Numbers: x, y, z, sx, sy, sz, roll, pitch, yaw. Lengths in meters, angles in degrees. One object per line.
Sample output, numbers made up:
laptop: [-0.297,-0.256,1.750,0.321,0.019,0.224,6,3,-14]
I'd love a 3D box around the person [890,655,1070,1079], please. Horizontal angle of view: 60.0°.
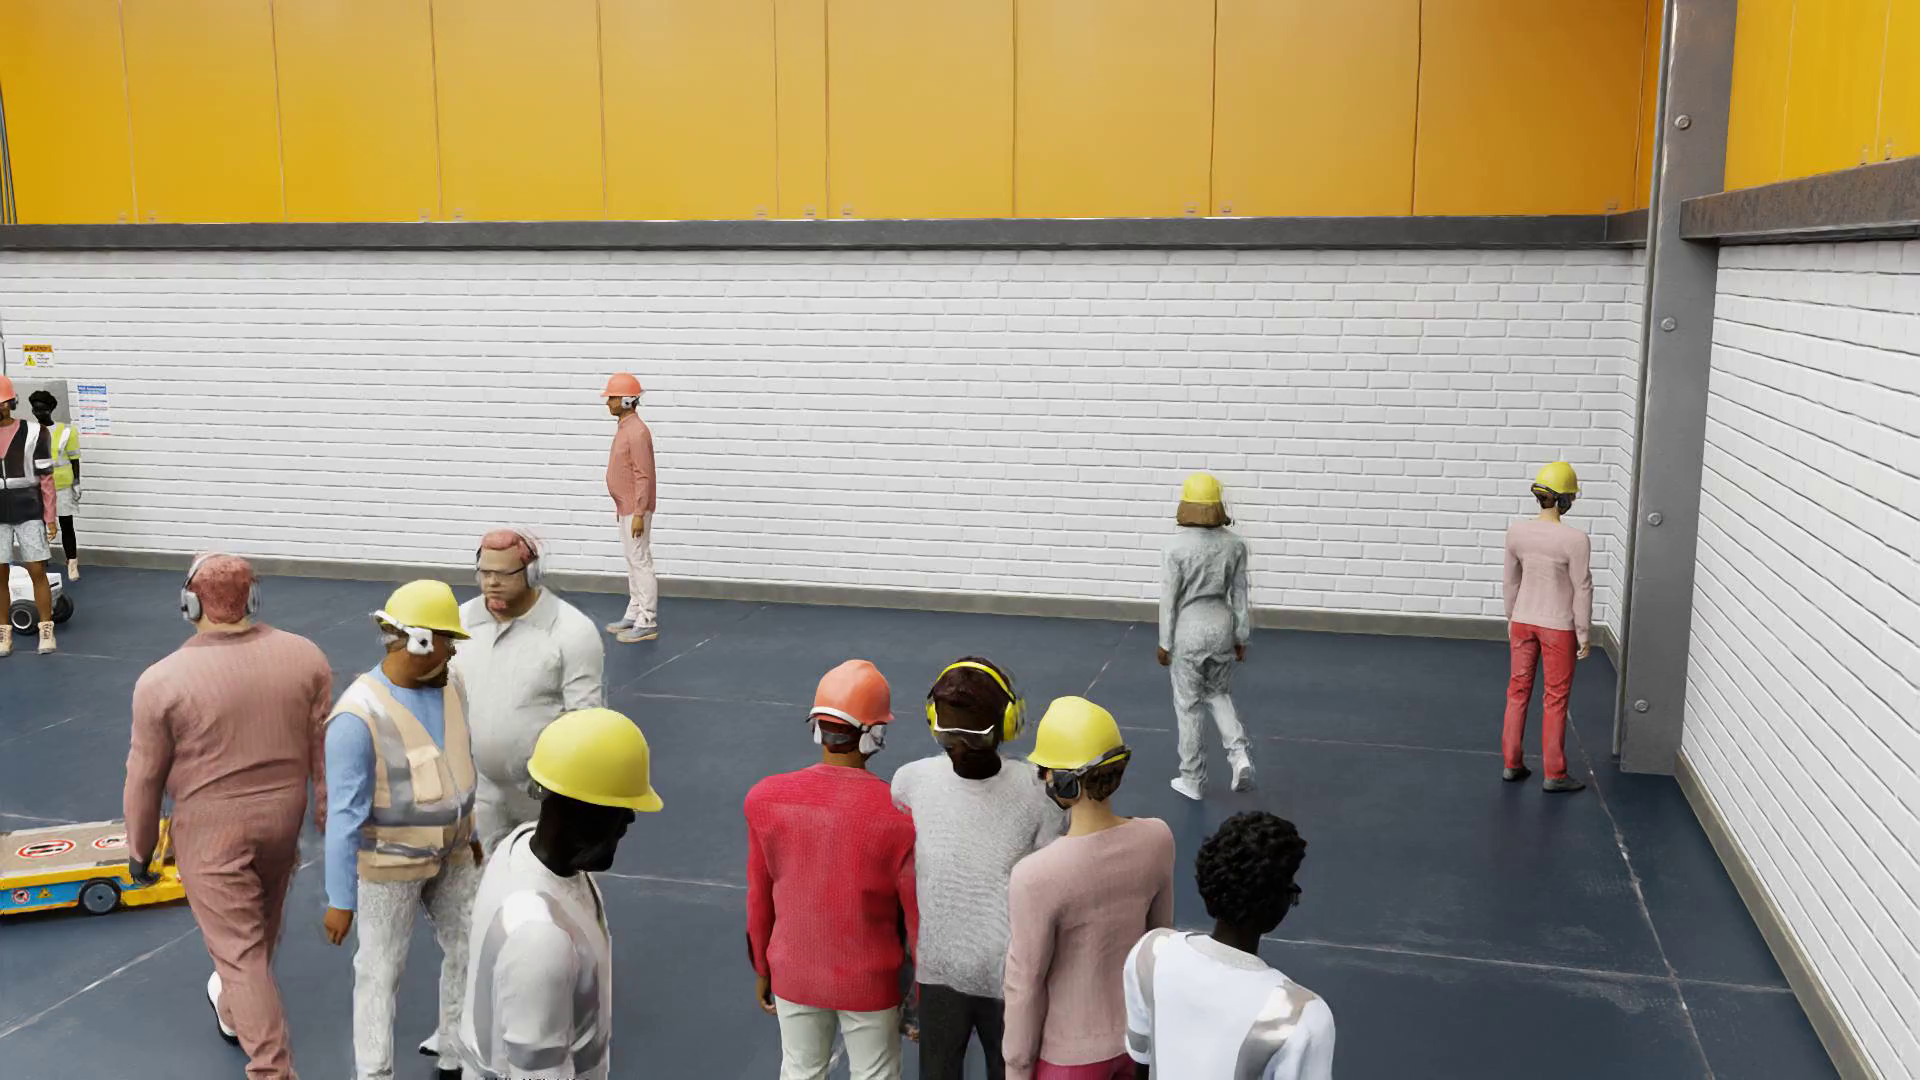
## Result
person: [0.060,1.172,4.528,0.540,1.832,0.869,2,10,13]

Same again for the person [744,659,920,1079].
person: [-0.315,1.191,4.645,0.575,1.740,0.349,3,10,15]

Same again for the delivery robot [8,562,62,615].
delivery robot: [-7.252,0.374,12.663,0.707,0.478,0.477,0,10,1]

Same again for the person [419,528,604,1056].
person: [-1.629,0.901,5.960,0.670,1.872,0.887,2,10,13]

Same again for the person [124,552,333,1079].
person: [-2.500,0.957,5.658,0.981,1.853,0.657,8,13,40]

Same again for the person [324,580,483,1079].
person: [-1.782,1.036,5.410,0.440,1.805,0.700,5,11,26]

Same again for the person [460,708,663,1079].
person: [-0.935,1.283,3.655,0.609,1.887,0.645,-2,10,-12]

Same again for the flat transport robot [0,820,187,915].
flat transport robot: [-4.121,1.466,7.342,1.431,0.197,0.652,-4,10,-21]

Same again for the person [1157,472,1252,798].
person: [1.279,0.515,8.641,0.489,1.733,0.472,-4,10,-21]

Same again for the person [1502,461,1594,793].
person: [3.132,0.461,8.870,0.311,1.769,0.525,-7,12,-36]

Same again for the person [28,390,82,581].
person: [-7.959,-0.466,14.539,0.531,1.692,0.320,-4,10,-22]

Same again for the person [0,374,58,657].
person: [-6.754,-0.173,11.828,0.601,2.036,0.395,-4,10,-21]

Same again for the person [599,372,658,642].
person: [-2.447,-0.245,12.344,0.387,1.996,0.611,-4,10,-21]

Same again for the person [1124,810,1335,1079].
person: [0.566,1.401,3.562,0.320,1.686,0.541,-9,13,-42]

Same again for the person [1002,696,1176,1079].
person: [0.316,1.259,4.201,0.529,1.761,0.343,-7,12,-34]
